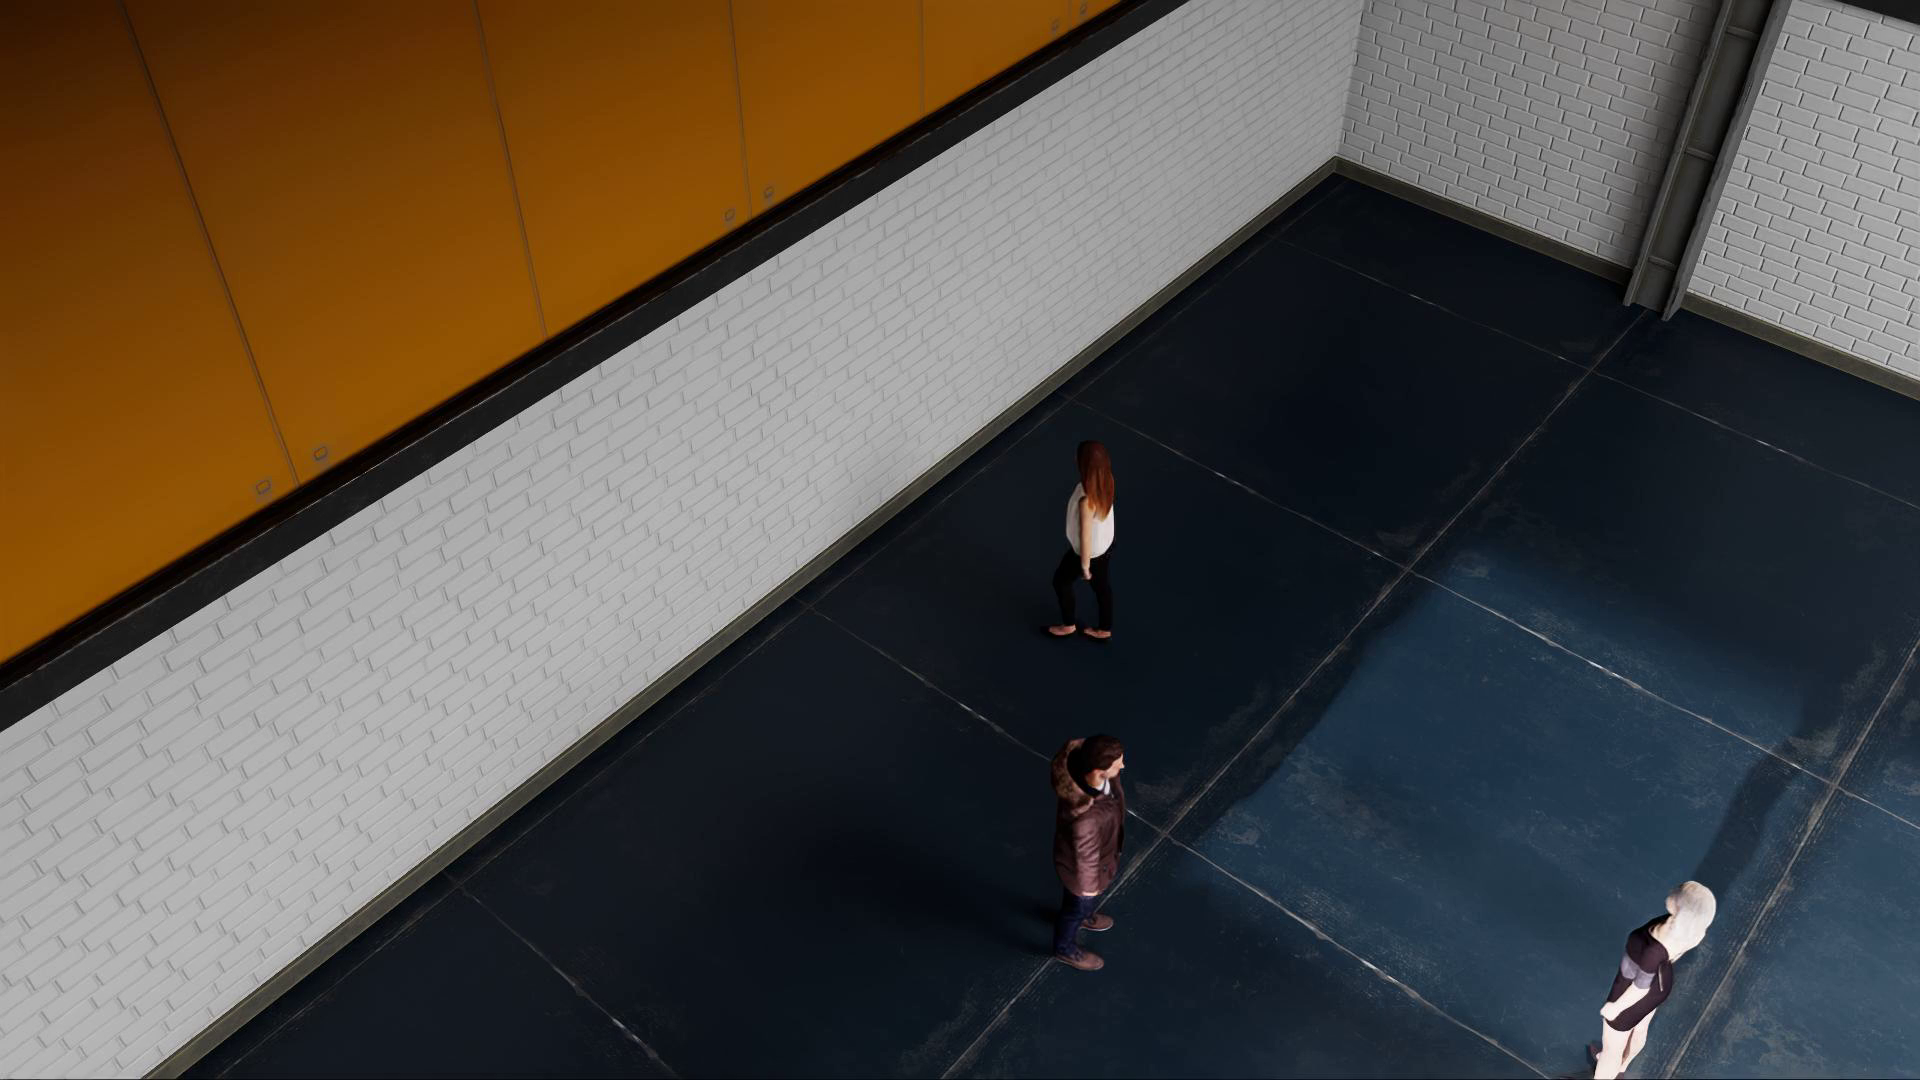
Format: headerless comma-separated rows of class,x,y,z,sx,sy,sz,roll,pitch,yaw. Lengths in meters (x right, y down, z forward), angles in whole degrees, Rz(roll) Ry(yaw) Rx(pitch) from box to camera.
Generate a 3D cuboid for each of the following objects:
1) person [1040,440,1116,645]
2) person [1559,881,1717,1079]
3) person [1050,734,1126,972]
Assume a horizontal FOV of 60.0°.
person,0.926,0.066,10.710,0.717,1.706,0.629,24,48,23
person,3.411,2.259,8.319,0.617,1.829,0.563,-28,50,-26
person,0.666,1.657,8.942,0.864,1.841,0.860,6,44,7
